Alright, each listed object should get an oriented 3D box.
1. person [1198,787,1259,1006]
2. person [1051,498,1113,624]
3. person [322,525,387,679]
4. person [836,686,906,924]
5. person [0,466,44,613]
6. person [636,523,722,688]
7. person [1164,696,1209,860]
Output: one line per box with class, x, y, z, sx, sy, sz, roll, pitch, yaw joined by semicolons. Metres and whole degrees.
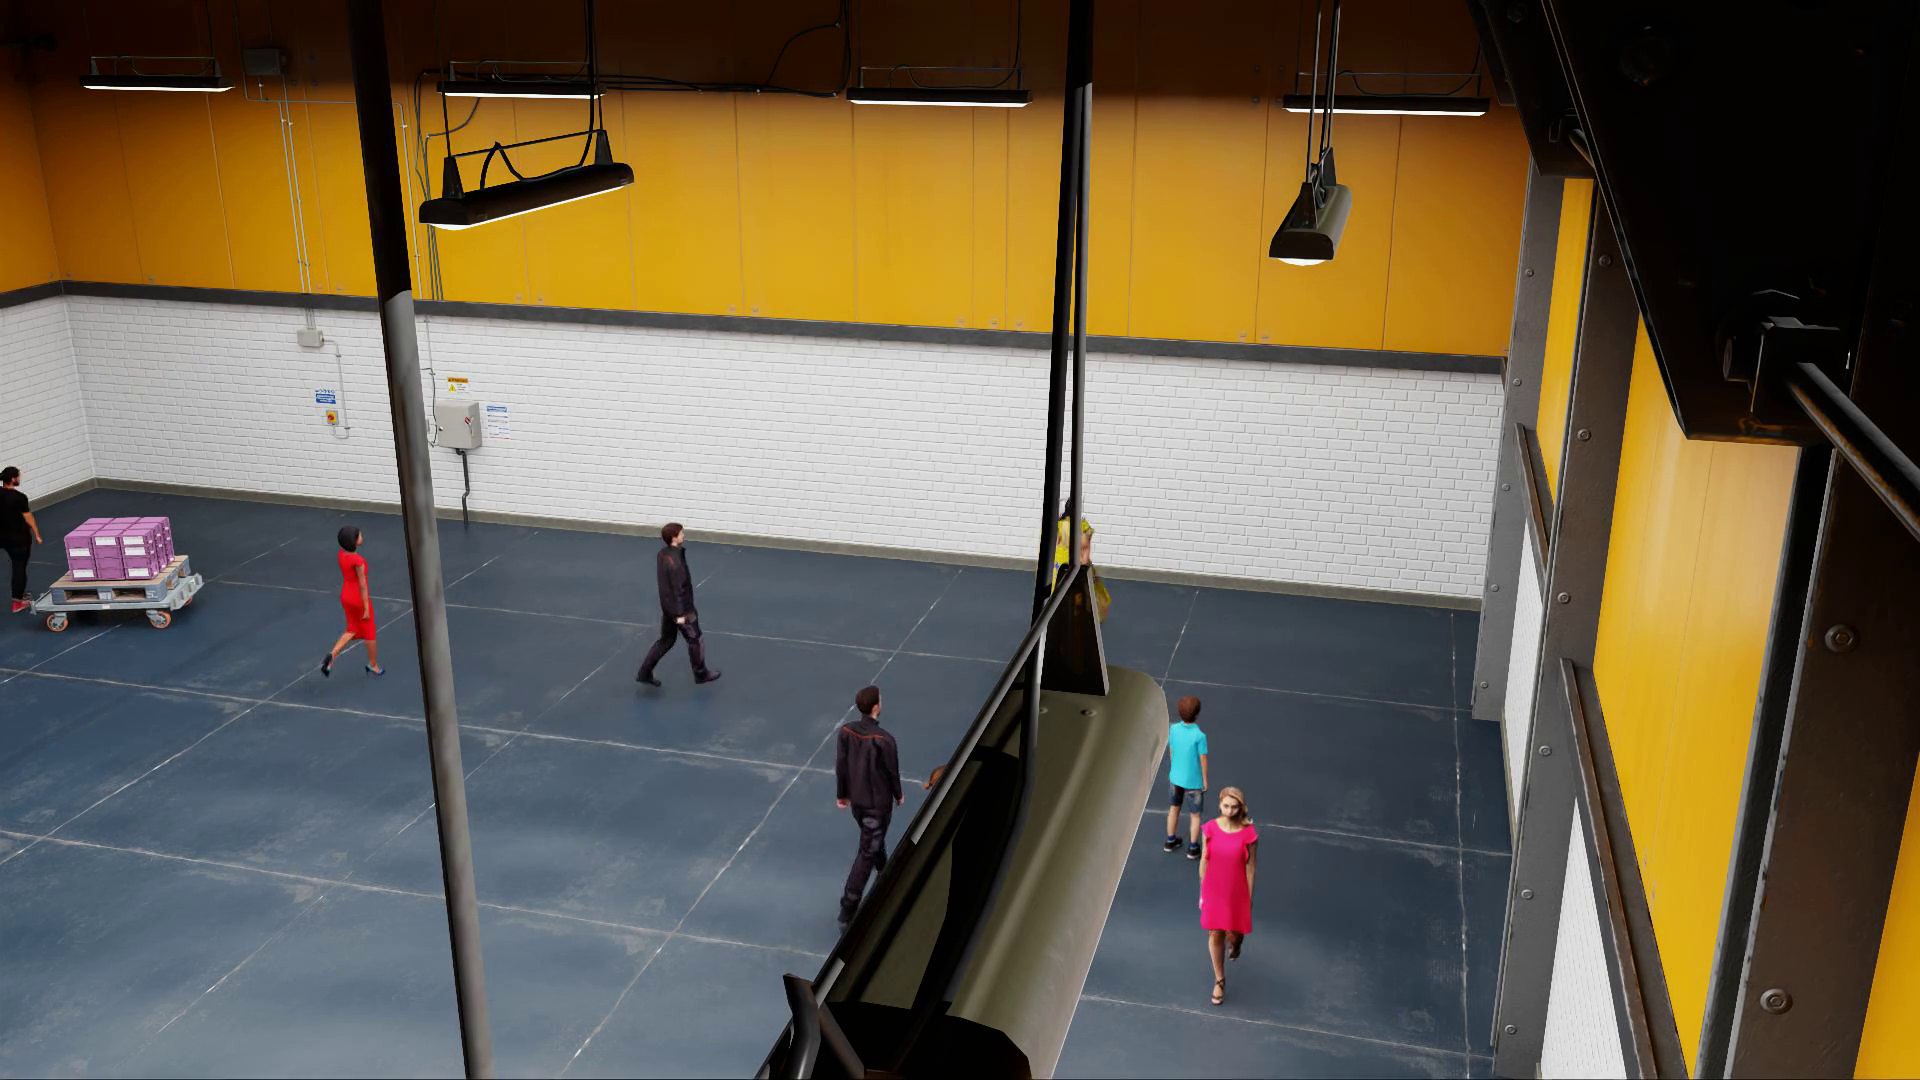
person;1.938;2.522;12.057;0.584;1.712;0.810;6;19;16
person;1.217;0.343;18.687;1.018;1.610;1.381;13;23;34
person;-6.412;0.697;17.455;0.823;1.726;1.024;15;24;37
person;-0.750;2.102;13.052;1.015;1.873;1.312;14;23;35
person;-11.105;0.024;19.451;0.659;1.728;0.688;3;19;9
person;-3.027;0.719;17.264;1.241;1.805;1.172;-11;22;-30
person;1.887;1.991;14.052;0.619;1.445;0.636;16;24;39
